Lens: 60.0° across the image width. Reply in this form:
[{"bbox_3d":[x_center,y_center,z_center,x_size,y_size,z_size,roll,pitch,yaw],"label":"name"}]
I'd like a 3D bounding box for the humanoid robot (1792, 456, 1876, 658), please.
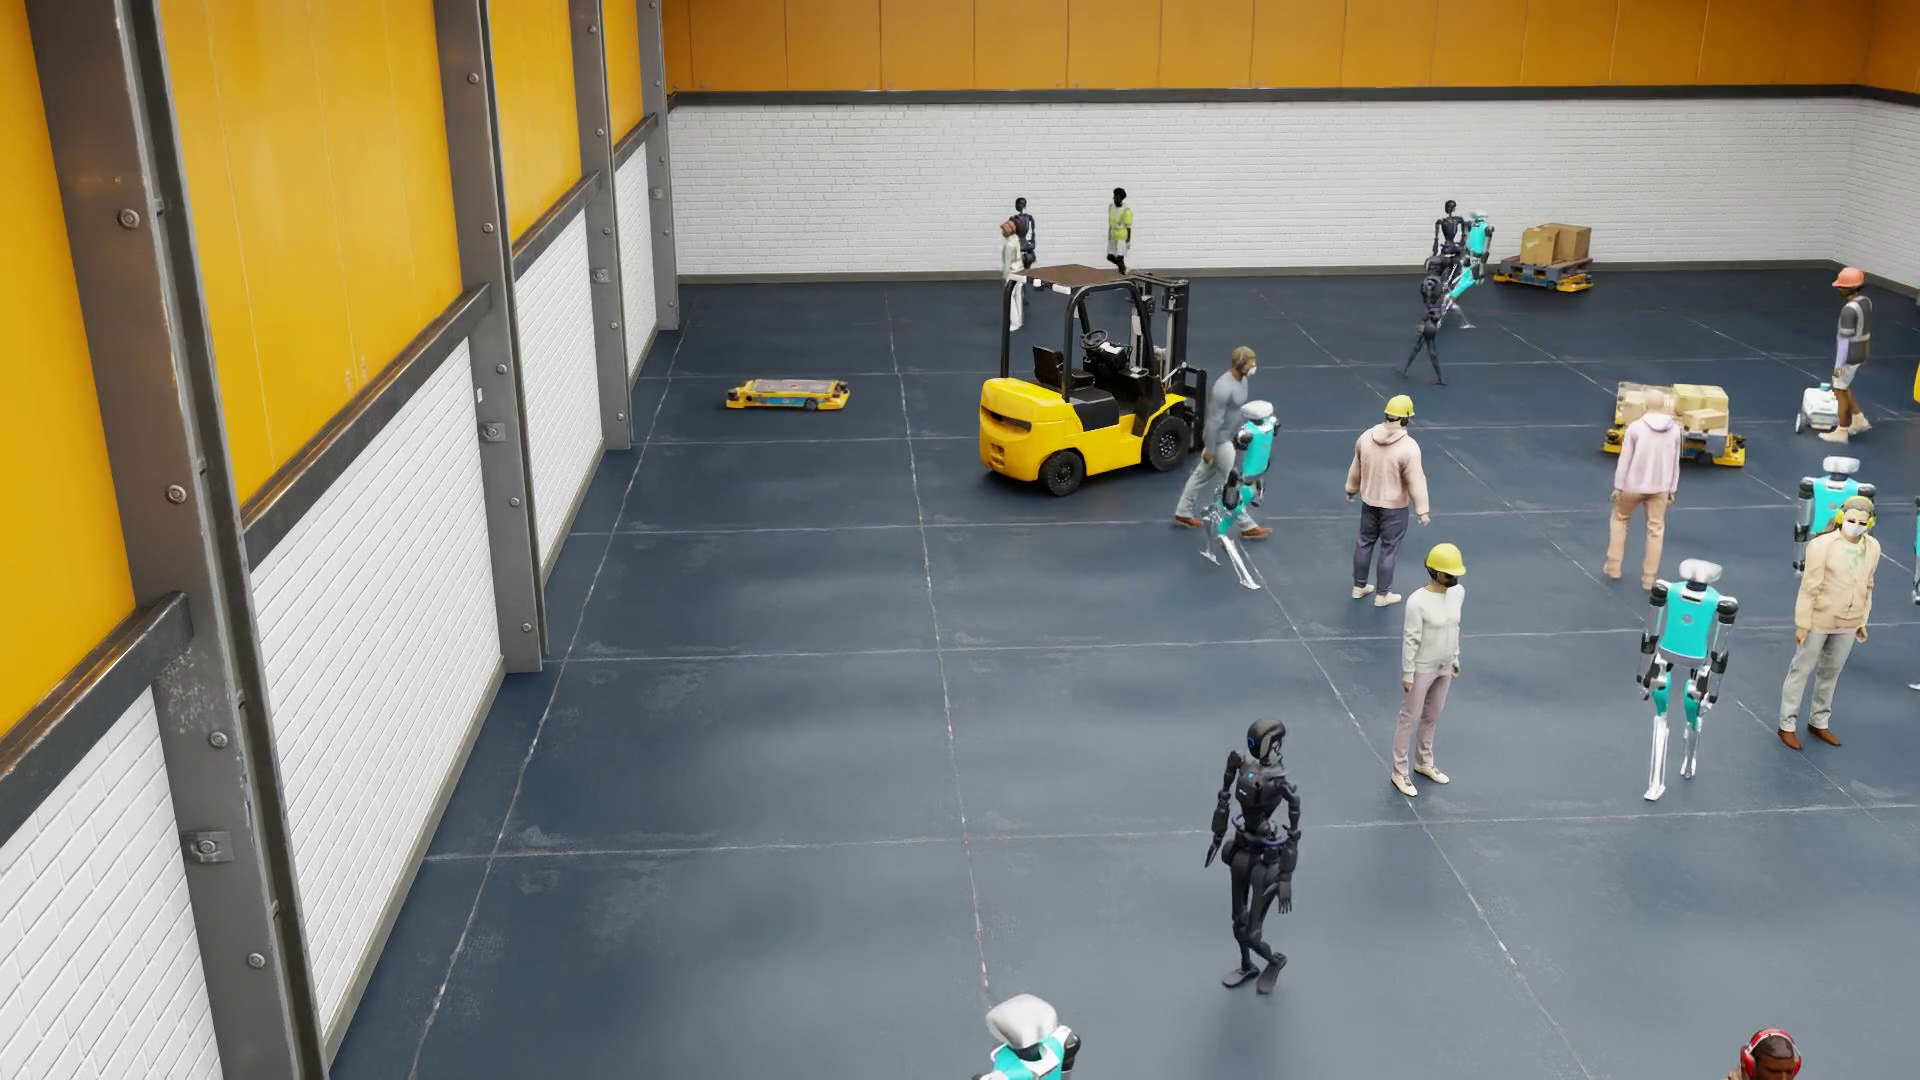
[{"bbox_3d":[6.892,0.146,13.140,0.569,1.789,0.879,15,25,35],"label":"humanoid robot"}]

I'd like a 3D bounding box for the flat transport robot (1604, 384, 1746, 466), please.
[{"bbox_3d":[7.976,-1.074,18.553,1.431,0.231,0.659,9,22,23],"label":"flat transport robot"}]

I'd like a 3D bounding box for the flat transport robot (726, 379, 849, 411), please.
[{"bbox_3d":[-2.114,-1.789,20.502,1.431,0.231,0.659,1,20,3],"label":"flat transport robot"}]

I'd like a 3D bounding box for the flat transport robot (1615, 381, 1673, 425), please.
[{"bbox_3d":[8.269,-1.624,20.053,0.659,0.231,1.431,8,22,20],"label":"flat transport robot"}]

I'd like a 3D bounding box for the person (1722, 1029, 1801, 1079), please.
[{"bbox_3d":[3.051,2.607,6.512,0.469,1.651,0.332,5,21,14],"label":"person"}]

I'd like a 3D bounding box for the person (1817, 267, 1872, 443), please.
[{"bbox_3d":[10.001,-2.069,18.731,0.550,2.015,0.628,16,26,37],"label":"person"}]

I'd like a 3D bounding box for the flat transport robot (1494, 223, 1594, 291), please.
[{"bbox_3d":[9.610,-4.308,27.366,0.659,0.231,1.431,-18,27,-40],"label":"flat transport robot"}]

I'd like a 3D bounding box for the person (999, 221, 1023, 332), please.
[{"bbox_3d":[0.756,-3.865,24.211,0.330,1.608,0.644,5,21,12],"label":"person"}]

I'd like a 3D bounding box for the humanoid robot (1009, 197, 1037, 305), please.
[{"bbox_3d":[0.965,-4.459,25.734,0.609,1.638,0.404,-17,26,-39],"label":"humanoid robot"}]

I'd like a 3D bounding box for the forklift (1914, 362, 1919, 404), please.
[{"bbox_3d":[12.602,-2.435,19.475,2.313,2.155,1.214,-1,20,-4],"label":"forklift"}]

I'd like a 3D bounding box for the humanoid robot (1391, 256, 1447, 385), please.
[{"bbox_3d":[5.939,-2.813,21.290,0.747,1.632,0.594,7,21,19],"label":"humanoid robot"}]

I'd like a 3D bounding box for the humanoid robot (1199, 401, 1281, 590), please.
[{"bbox_3d":[2.359,-0.467,14.802,0.547,1.758,1.004,-13,24,-31],"label":"humanoid robot"}]

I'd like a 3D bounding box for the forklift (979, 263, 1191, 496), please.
[{"bbox_3d":[1.315,-1.764,17.646,2.313,2.155,1.214,-14,24,-33],"label":"forklift"}]

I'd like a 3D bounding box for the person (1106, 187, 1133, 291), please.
[{"bbox_3d":[2.617,-4.888,26.891,0.511,1.671,0.550,-16,25,-37],"label":"person"}]

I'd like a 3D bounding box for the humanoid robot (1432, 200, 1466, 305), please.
[{"bbox_3d":[7.547,-4.373,25.495,0.613,1.641,0.503,-7,21,-18],"label":"humanoid robot"}]

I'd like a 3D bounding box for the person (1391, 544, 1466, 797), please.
[{"bbox_3d":[3.164,0.854,11.129,0.534,1.765,0.318,-13,24,-32],"label":"person"}]

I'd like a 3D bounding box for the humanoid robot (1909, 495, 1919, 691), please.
[{"bbox_3d":[7.440,0.409,12.418,0.724,1.794,0.532,2,20,5],"label":"humanoid robot"}]

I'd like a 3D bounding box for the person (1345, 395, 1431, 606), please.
[{"bbox_3d":[3.633,-0.330,14.232,0.434,1.853,0.822,-18,27,-40],"label":"person"}]

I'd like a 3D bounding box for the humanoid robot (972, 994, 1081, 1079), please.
[{"bbox_3d":[0.064,2.568,6.639,0.732,1.881,0.539,18,27,41],"label":"humanoid robot"}]

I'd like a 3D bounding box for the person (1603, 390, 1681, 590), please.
[{"bbox_3d":[6.044,-0.450,14.710,0.556,1.758,0.556,0,20,1],"label":"person"}]

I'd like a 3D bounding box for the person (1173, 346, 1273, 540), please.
[{"bbox_3d":[2.525,-0.941,15.866,0.999,1.877,0.639,8,21,20],"label":"person"}]

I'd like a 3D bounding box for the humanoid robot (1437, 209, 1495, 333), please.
[{"bbox_3d":[7.183,-3.862,24.076,0.922,1.799,0.551,-7,21,-18],"label":"humanoid robot"}]

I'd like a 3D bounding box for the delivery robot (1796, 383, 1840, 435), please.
[{"bbox_3d":[10.024,-1.526,19.348,0.499,0.580,0.776,7,21,19],"label":"delivery robot"}]

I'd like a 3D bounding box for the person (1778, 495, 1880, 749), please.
[{"bbox_3d":[6.153,0.566,11.759,0.555,1.876,0.401,-2,20,-7],"label":"person"}]

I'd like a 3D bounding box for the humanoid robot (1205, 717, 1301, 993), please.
[{"bbox_3d":[1.611,1.690,8.972,0.367,1.644,0.603,-14,25,-34],"label":"humanoid robot"}]

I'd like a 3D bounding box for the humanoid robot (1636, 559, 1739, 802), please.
[{"bbox_3d":[4.862,0.918,11.102,0.556,1.845,0.863,14,24,34],"label":"humanoid robot"}]
